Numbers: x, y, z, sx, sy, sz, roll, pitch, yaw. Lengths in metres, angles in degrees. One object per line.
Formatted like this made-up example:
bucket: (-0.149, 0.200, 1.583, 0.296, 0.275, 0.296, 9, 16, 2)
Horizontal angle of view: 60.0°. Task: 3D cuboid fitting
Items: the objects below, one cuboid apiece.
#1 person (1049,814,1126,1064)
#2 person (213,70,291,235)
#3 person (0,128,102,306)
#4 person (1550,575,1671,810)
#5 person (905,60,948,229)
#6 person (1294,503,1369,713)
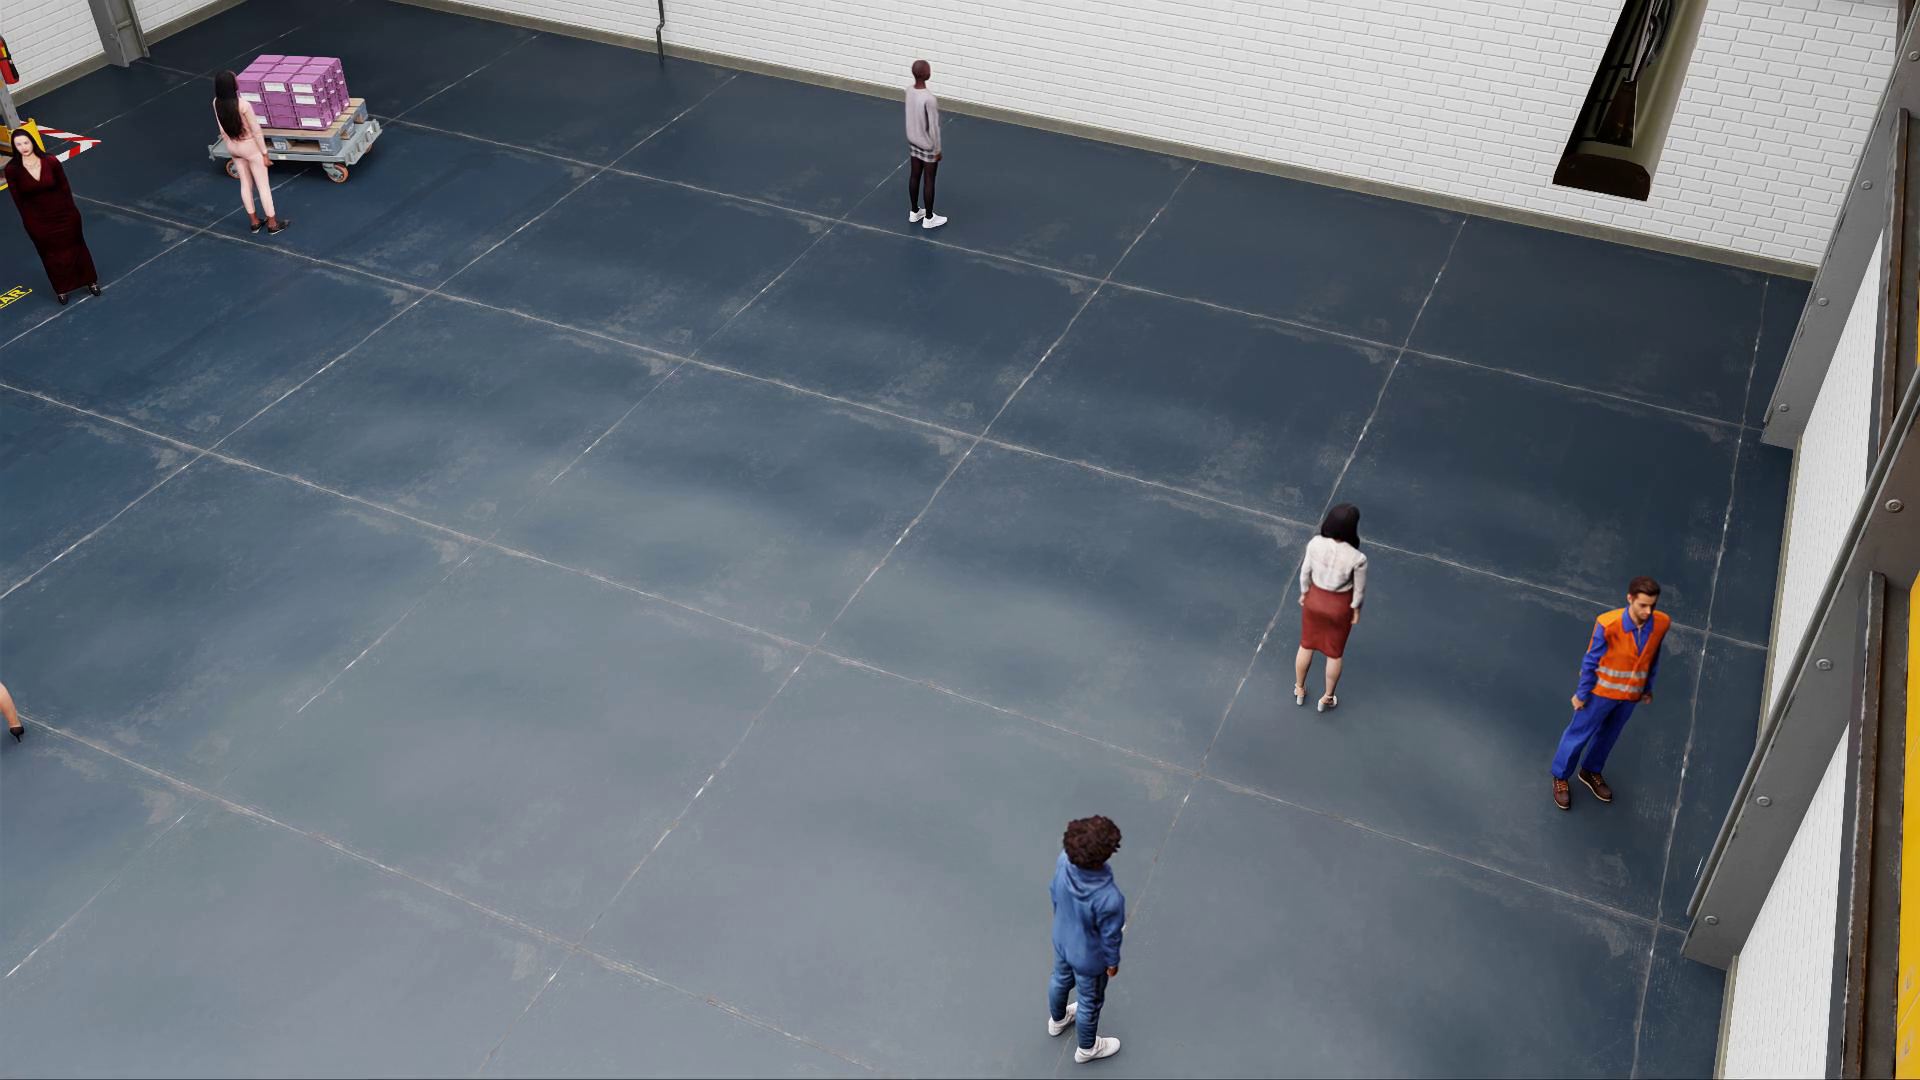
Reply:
person: (0.685, 2.190, 9.168, 0.743, 1.809, 0.755, -24, 45, -27)
person: (-7.258, -3.944, 16.920, 0.632, 1.720, 0.542, 12, 40, 15)
person: (-8.658, -3.087, 15.817, 0.712, 1.758, 0.818, -23, 44, -26)
person: (4.186, 0.957, 10.667, 0.797, 1.863, 0.817, -7, 39, -8)
person: (-0.387, -4.062, 17.026, 0.668, 1.771, 0.688, -29, 47, -31)
person: (2.522, 0.468, 11.370, 0.612, 1.751, 0.530, 20, 43, 23)
